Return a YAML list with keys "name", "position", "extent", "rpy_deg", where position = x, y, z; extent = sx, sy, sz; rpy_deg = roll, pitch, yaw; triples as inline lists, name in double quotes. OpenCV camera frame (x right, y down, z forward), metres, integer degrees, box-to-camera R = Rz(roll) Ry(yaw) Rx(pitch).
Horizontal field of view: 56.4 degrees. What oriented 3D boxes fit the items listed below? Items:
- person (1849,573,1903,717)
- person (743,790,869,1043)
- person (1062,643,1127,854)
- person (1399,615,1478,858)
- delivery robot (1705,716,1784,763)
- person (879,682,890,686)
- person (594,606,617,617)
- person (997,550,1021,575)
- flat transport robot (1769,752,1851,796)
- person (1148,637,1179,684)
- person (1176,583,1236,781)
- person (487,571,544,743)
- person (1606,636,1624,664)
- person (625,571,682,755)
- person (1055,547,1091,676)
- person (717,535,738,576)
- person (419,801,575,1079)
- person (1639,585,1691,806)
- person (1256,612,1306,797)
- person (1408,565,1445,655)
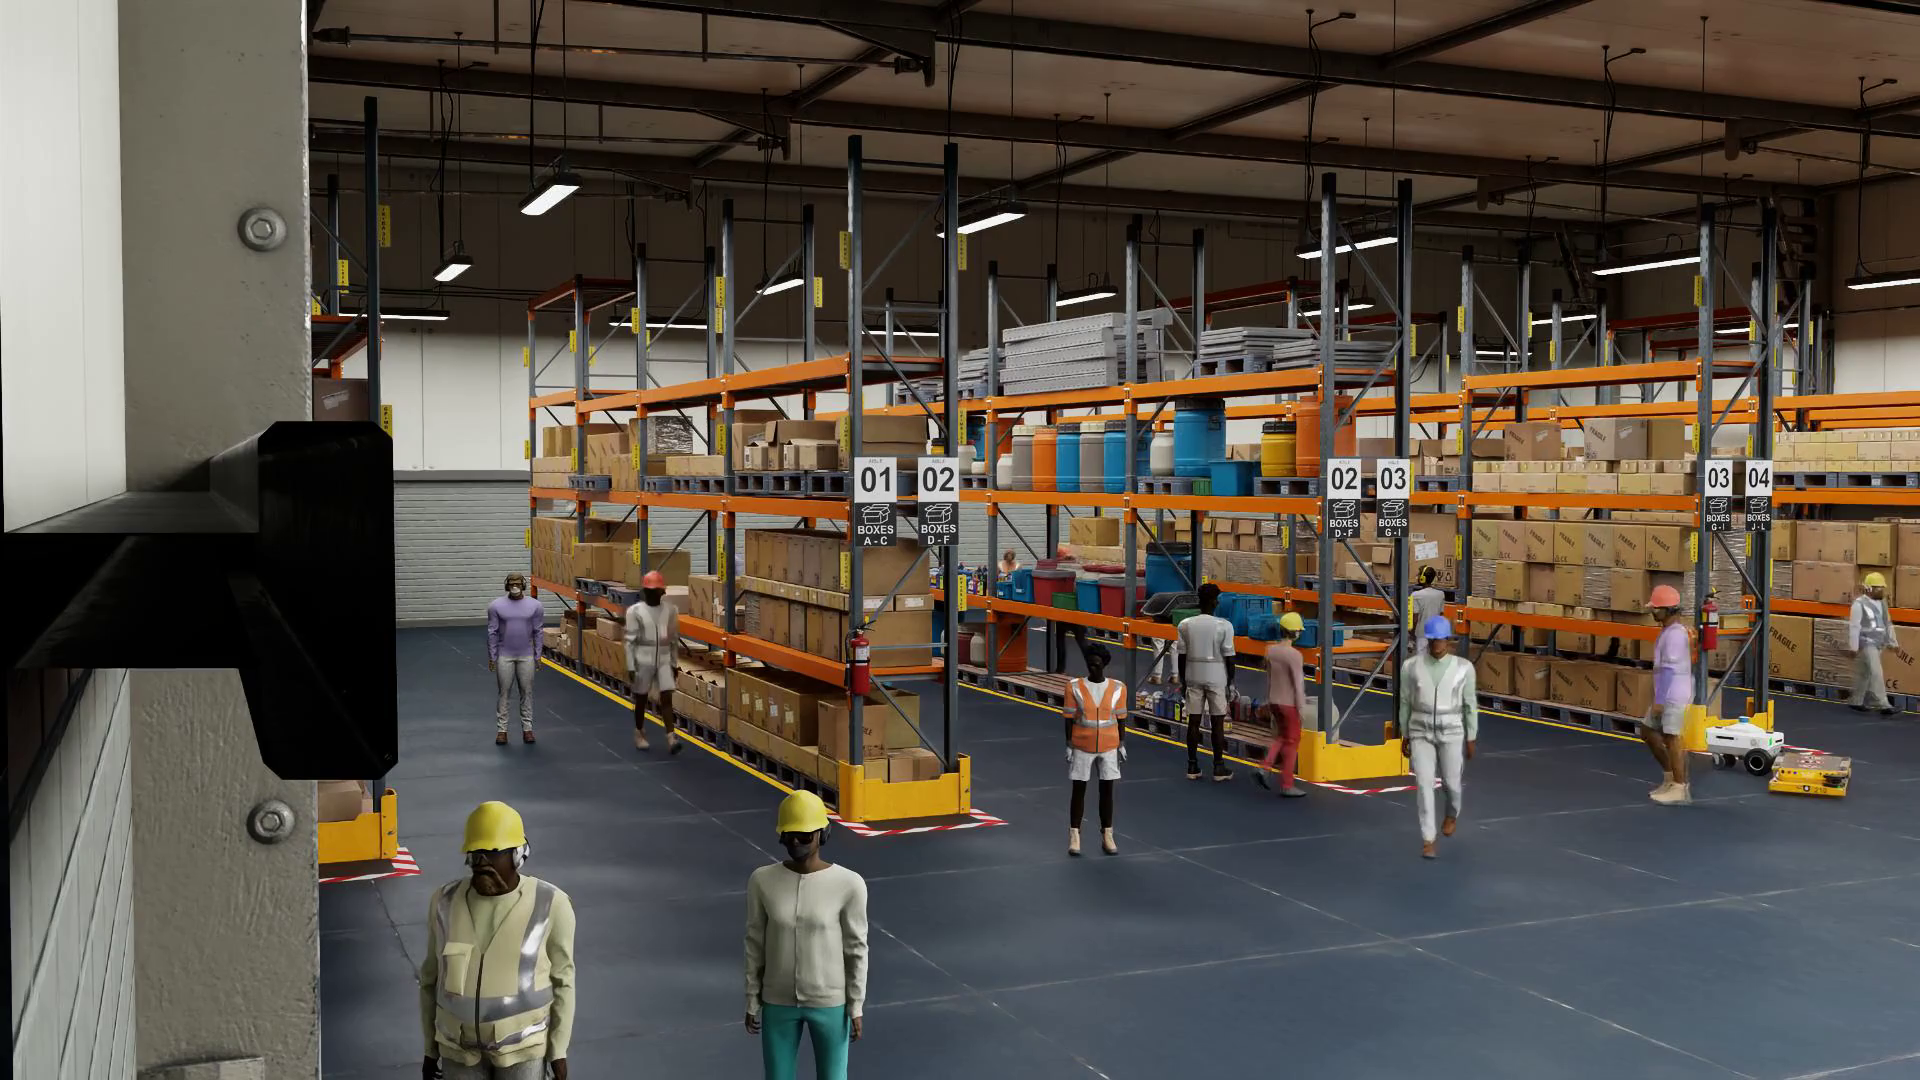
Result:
- name: "person"
  position: [11.500, 1.314, 22.412]
  extent: [0.609, 1.796, 0.865]
  rpy_deg: [-1, 3, -34]
- name: "person"
  position: [-0.639, 1.906, 7.372]
  extent: [0.527, 1.768, 0.314]
  rpy_deg: [0, 2, 8]
- name: "person"
  position: [1.087, 1.669, 14.422]
  extent: [0.532, 1.697, 0.322]
  rpy_deg: [0, 2, -4]
- name: "person"
  position: [3.865, 1.554, 14.482]
  extent: [0.613, 1.928, 0.722]
  rpy_deg: [1, 2, 19]
- name: "delivery robot"
  position: [8.042, 2.055, 18.386]
  extent: [0.477, 0.478, 0.707]
  rpy_deg: [-2, 3, -44]
- name: "person"
  position: [-0.977, 1.353, 20.792]
  extent: [0.570, 1.840, 0.373]
  rpy_deg: [-1, 2, -14]
- name: "person"
  position: [-6.199, 1.065, 31.543]
  extent: [0.877, 1.577, 0.520]
  rpy_deg: [2, 3, 35]
- name: "person"
  position: [0.907, 0.980, 33.821]
  extent: [0.523, 1.591, 0.894]
  rpy_deg: [0, 2, -7]
- name: "flat transport robot"
  position: [8.318, 2.274, 17.509]
  extent: [0.652, 0.197, 1.431]
  rpy_deg: [1, 3, 28]
- name: "person"
  position: [2.954, 1.157, 25.918]
  extent: [0.633, 1.842, 0.429]
  rpy_deg: [-1, 2, -20]
- name: "person"
  position: [2.468, 1.404, 17.883]
  extent: [0.613, 1.965, 0.361]
  rpy_deg: [1, 2, 28]
- name: "person"
  position: [-5.036, 1.325, 20.308]
  extent: [0.631, 1.940, 0.372]
  rpy_deg: [-1, 2, -18]
- name: "person"
  position: [9.736, 1.223, 26.438]
  extent: [0.546, 1.671, 0.687]
  rpy_deg: [-1, 2, -25]
- name: "person"
  position: [-3.331, 1.332, 19.508]
  extent: [0.636, 1.981, 1.065]
  rpy_deg: [-1, 2, -26]
- name: "person"
  position: [1.725, 1.076, 26.884]
  extent: [0.637, 1.951, 0.838]
  rpy_deg: [-1, 3, -32]
- name: "person"
  position: [-4.267, 0.870, 32.366]
  extent: [0.555, 1.921, 0.417]
  rpy_deg: [-1, 2, -24]
- name: "person"
  position: [-1.756, 1.895, 6.759]
  extent: [0.586, 1.835, 0.403]
  rpy_deg: [0, 2, 3]
- name: "person"
  position: [6.497, 1.428, 16.491]
  extent: [0.459, 2.021, 0.610]
  rpy_deg: [0, 2, 11]
- name: "person"
  position: [3.073, 1.549, 16.882]
  extent: [0.412, 1.748, 0.540]
  rpy_deg: [-1, 2, -25]
- name: "person"
  position: [5.957, 1.258, 22.907]
  extent: [0.515, 1.874, 0.328]
  rpy_deg: [-1, 2, -20]
